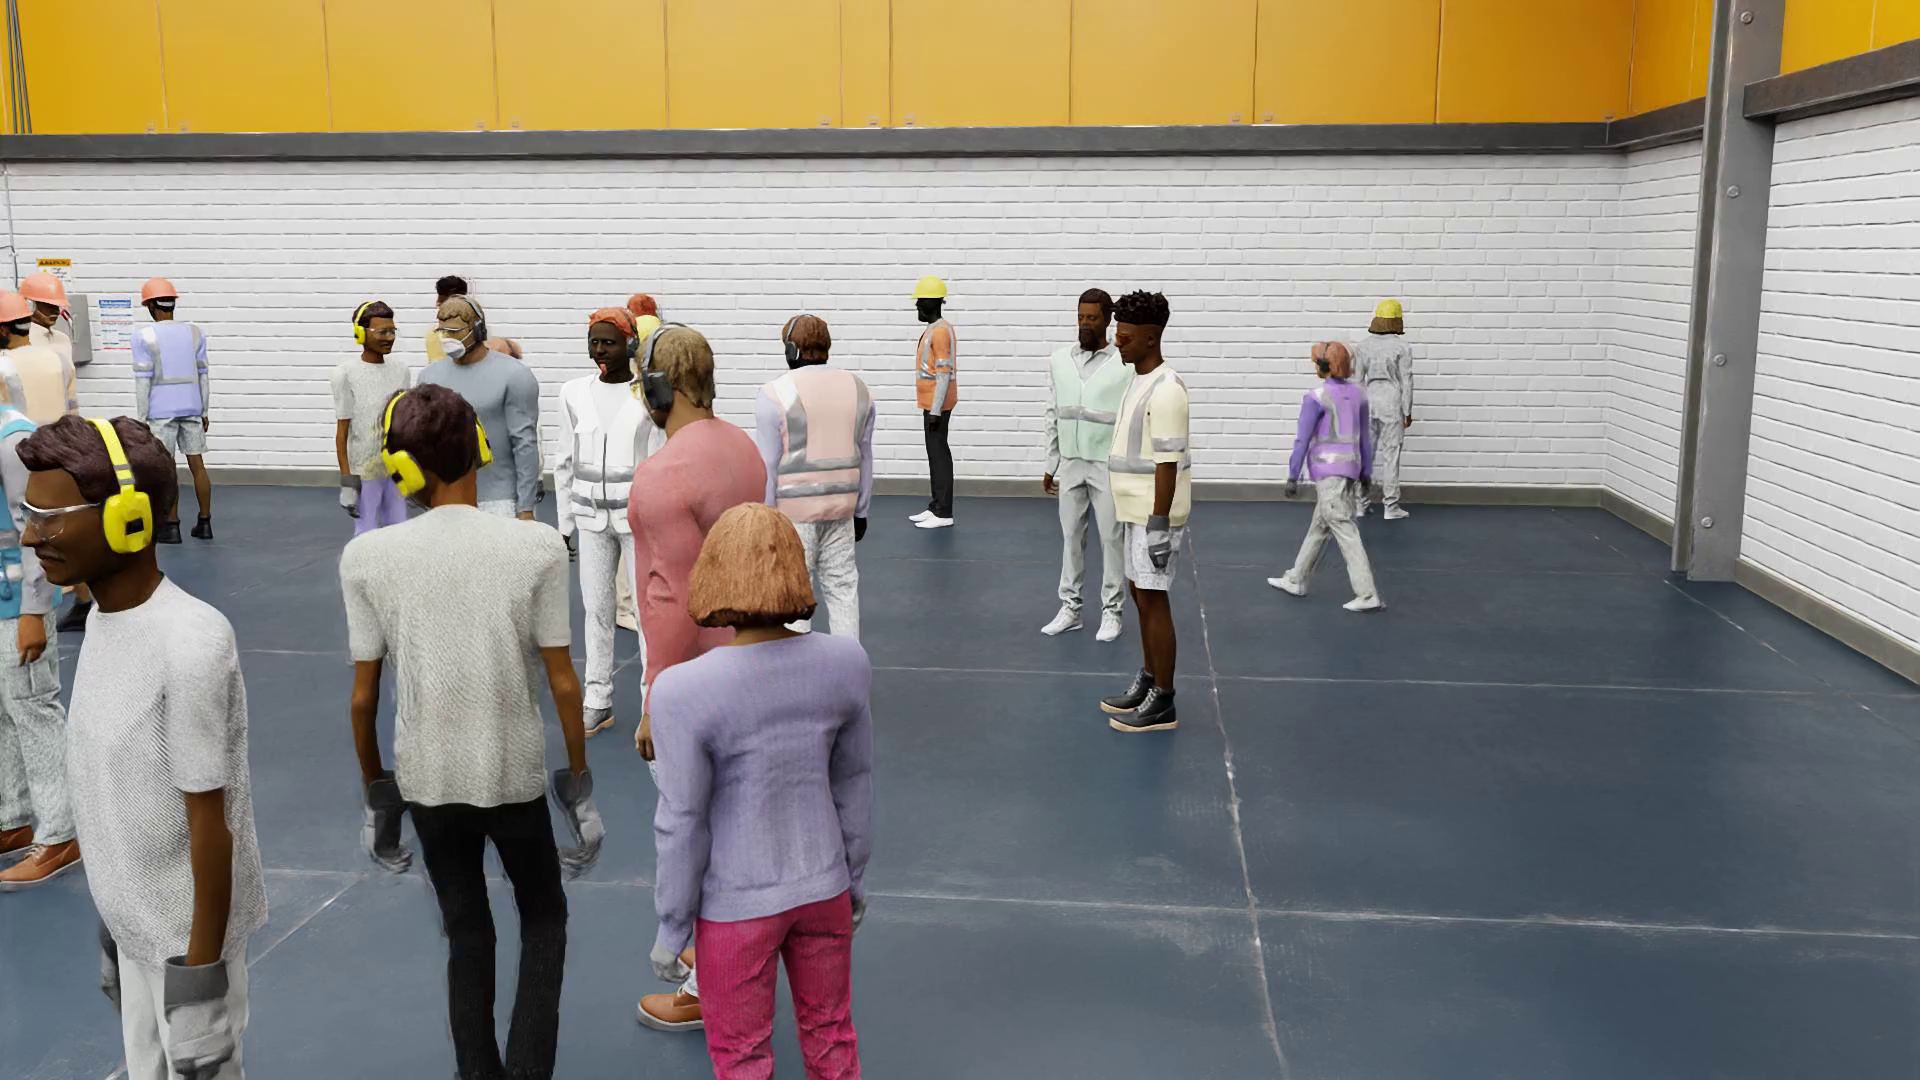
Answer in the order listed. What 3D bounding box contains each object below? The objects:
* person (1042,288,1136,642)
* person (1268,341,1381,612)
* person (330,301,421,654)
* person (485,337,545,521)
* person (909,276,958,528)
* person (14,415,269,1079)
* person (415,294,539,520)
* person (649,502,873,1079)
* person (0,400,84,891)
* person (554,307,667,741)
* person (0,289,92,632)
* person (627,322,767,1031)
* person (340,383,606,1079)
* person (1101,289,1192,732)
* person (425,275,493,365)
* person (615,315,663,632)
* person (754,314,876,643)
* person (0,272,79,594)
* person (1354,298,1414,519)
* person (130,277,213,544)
[{"bbox_3d":[0.731,-0.414,9.124,0.593,1.922,0.391,6,11,30],"label":"person"},{"bbox_3d":[2.194,-0.385,9.897,0.529,1.583,0.881,-8,13,-40],"label":"person"},{"bbox_3d":[-3.068,-0.328,8.810,0.326,1.862,0.510,6,11,30],"label":"person"},{"bbox_3d":[-2.609,-0.342,9.549,0.515,1.629,0.315,3,10,19],"label":"person"},{"bbox_3d":[-0.206,-1.054,12.773,0.369,1.927,0.587,-1,10,-8],"label":"person"},{"bbox_3d":[-1.374,0.711,2.865,0.331,1.864,0.505,-10,14,-44],"label":"person"},{"bbox_3d":[-2.246,-0.173,7.751,0.630,1.929,0.392,3,10,16],"label":"person"},{"bbox_3d":[-0.392,0.737,3.356,0.501,1.632,0.280,-8,12,-37],"label":"person"},{"bbox_3d":[-3.228,0.198,5.556,0.606,1.944,0.403,7,12,34],"label":"person"},{"bbox_3d":[-1.485,-0.063,7.226,0.576,1.882,0.355,2,10,10],"label":"person"},{"bbox_3d":[-5.034,-0.396,9.026,0.420,1.918,0.578,4,11,23],"label":"person"},{"bbox_3d":[-0.708,0.378,4.555,0.353,1.933,0.633,2,10,13],"label":"person"},{"bbox_3d":[-1.074,0.562,3.772,0.552,1.838,0.392,-1,10,-5],"label":"person"},{"bbox_3d":[0.833,-0.129,7.397,0.374,1.958,0.605,-1,10,-5],"label":"person"},{"bbox_3d":[-3.738,-0.964,12.214,0.760,1.936,0.631,6,12,31],"label":"person"},{"bbox_3d":[-1.760,-0.375,9.353,0.330,1.765,0.533,3,10,18],"label":"person"},{"bbox_3d":[-0.691,-0.125,7.730,0.629,1.835,0.429,-8,12,-37],"label":"person"},{"bbox_3d":[-5.678,-0.664,10.369,0.387,1.988,0.608,1,10,5],"label":"person"},{"bbox_3d":[3.373,-1.041,13.222,0.493,1.743,0.295,8,13,40],"label":"person"},{"bbox_3d":[-5.730,-0.936,12.085,0.370,1.932,0.543,8,13,38],"label":"person"}]
